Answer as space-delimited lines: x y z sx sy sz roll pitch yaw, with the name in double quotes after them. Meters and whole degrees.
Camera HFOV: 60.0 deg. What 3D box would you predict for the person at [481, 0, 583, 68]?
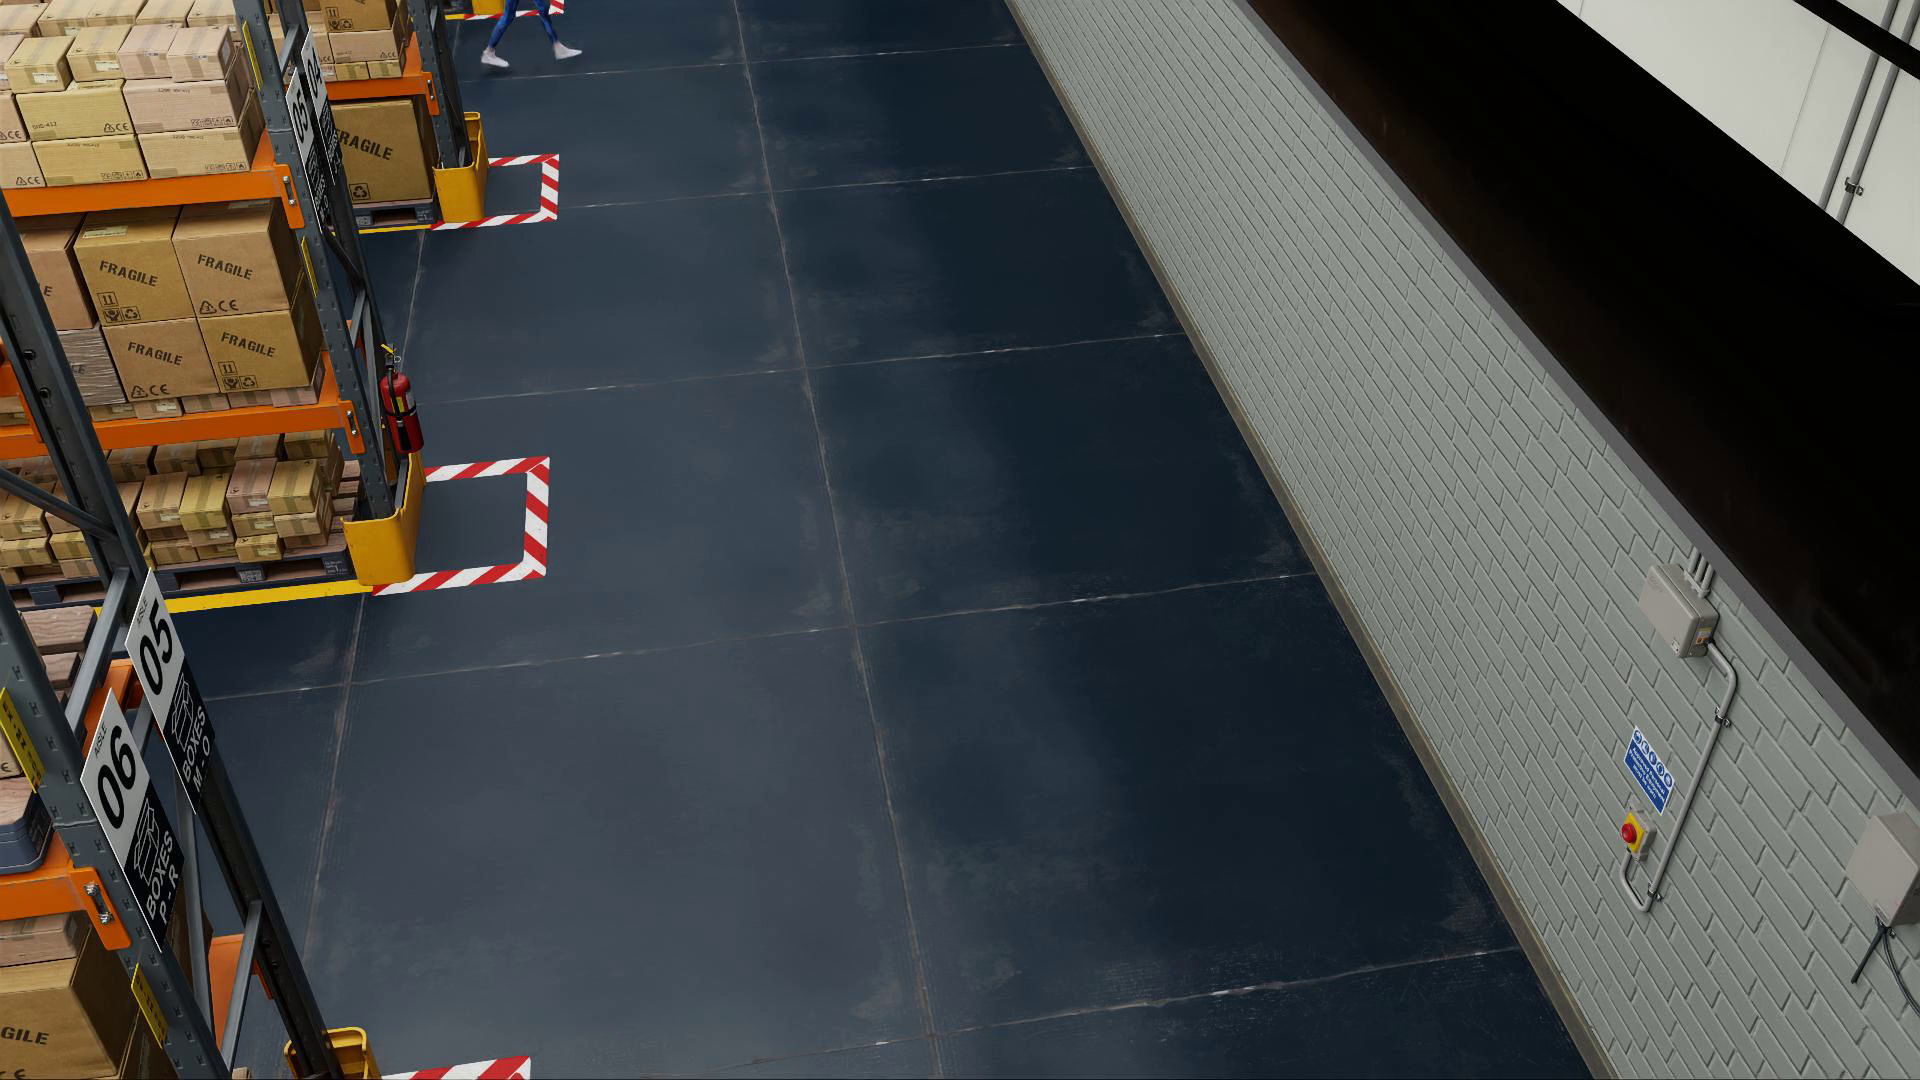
-4.473 -5.504 16.500 1.228 1.737 0.587 -8 39 -10 "person"
